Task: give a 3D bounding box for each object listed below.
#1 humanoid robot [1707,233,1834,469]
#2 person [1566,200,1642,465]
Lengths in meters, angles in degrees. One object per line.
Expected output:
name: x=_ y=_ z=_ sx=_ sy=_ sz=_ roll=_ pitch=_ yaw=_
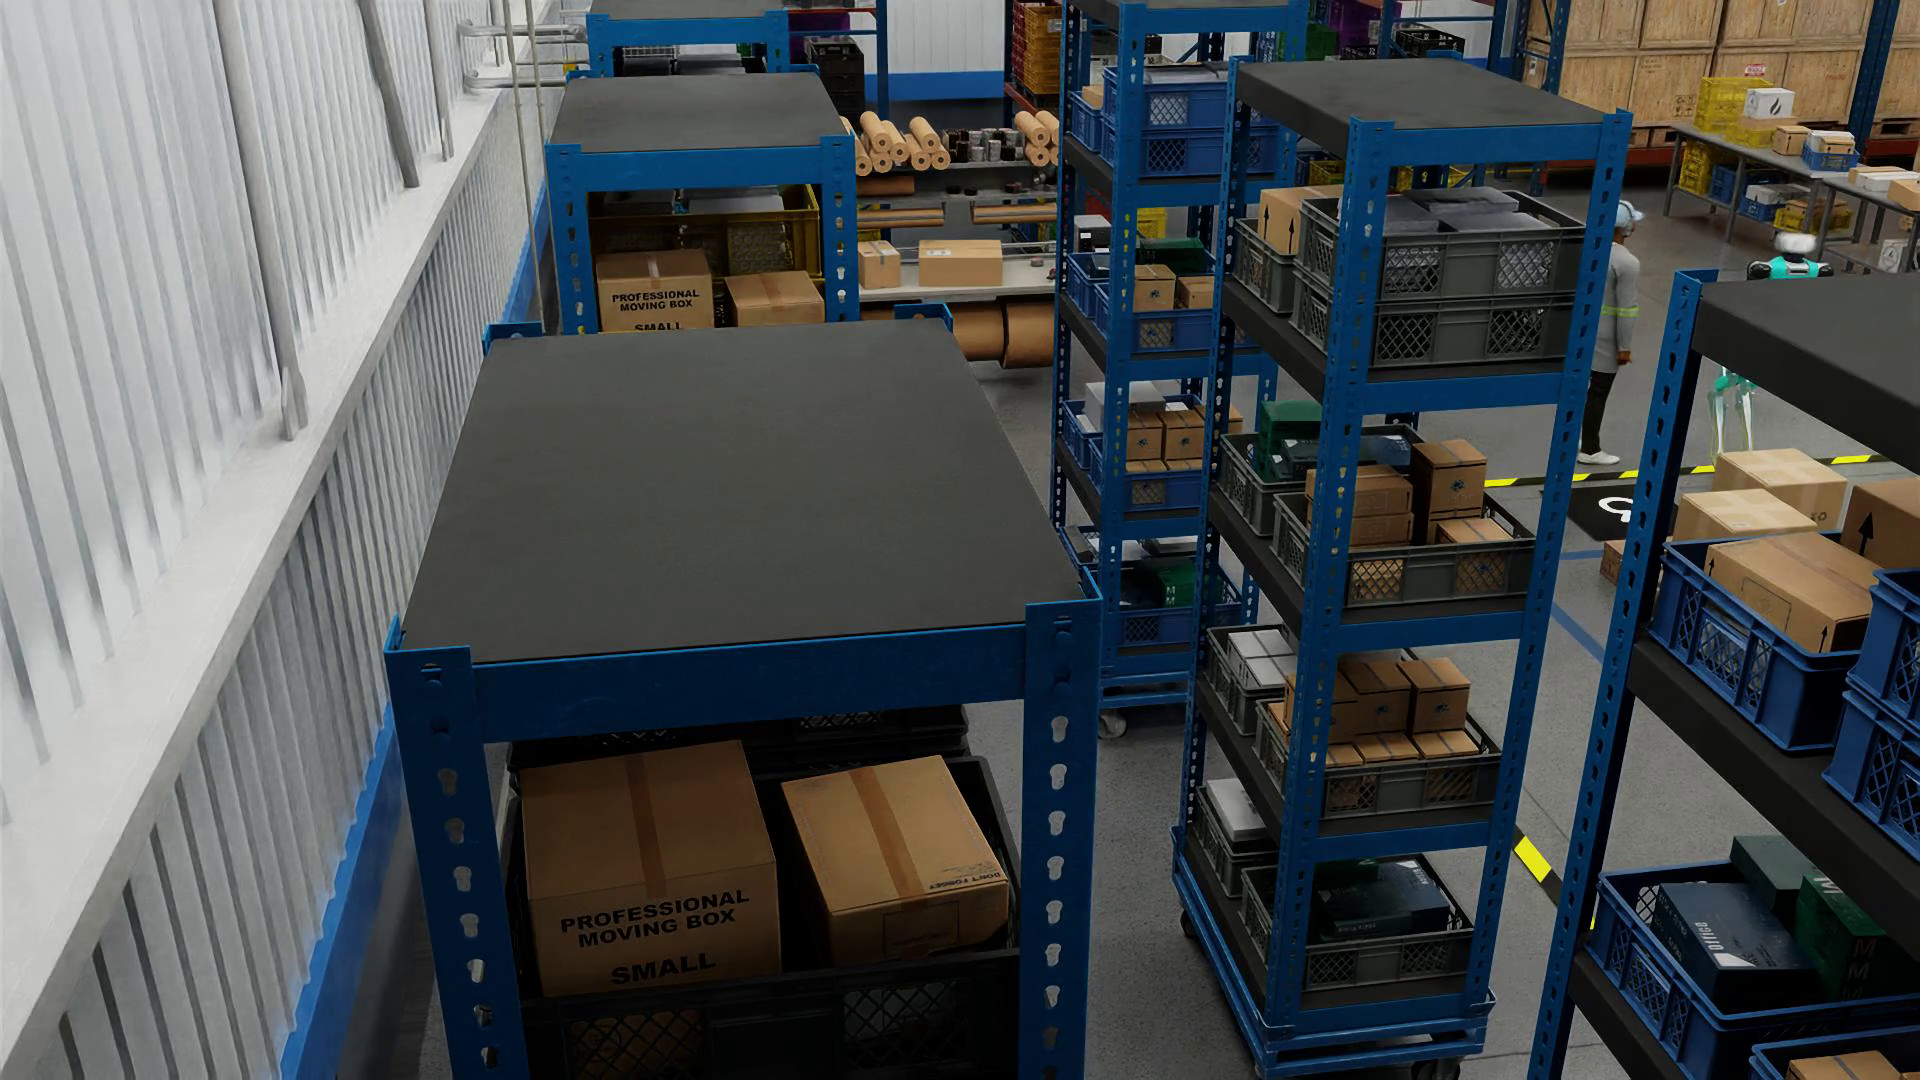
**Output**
humanoid robot: x=5.366 y=-1.301 z=11.209 sx=0.533 sy=1.677 sz=0.735 roll=1 pitch=25 yaw=2
person: x=4.452 y=-1.431 z=11.515 sx=0.364 sy=1.852 sz=0.590 roll=-8 pitch=26 yaw=-17
